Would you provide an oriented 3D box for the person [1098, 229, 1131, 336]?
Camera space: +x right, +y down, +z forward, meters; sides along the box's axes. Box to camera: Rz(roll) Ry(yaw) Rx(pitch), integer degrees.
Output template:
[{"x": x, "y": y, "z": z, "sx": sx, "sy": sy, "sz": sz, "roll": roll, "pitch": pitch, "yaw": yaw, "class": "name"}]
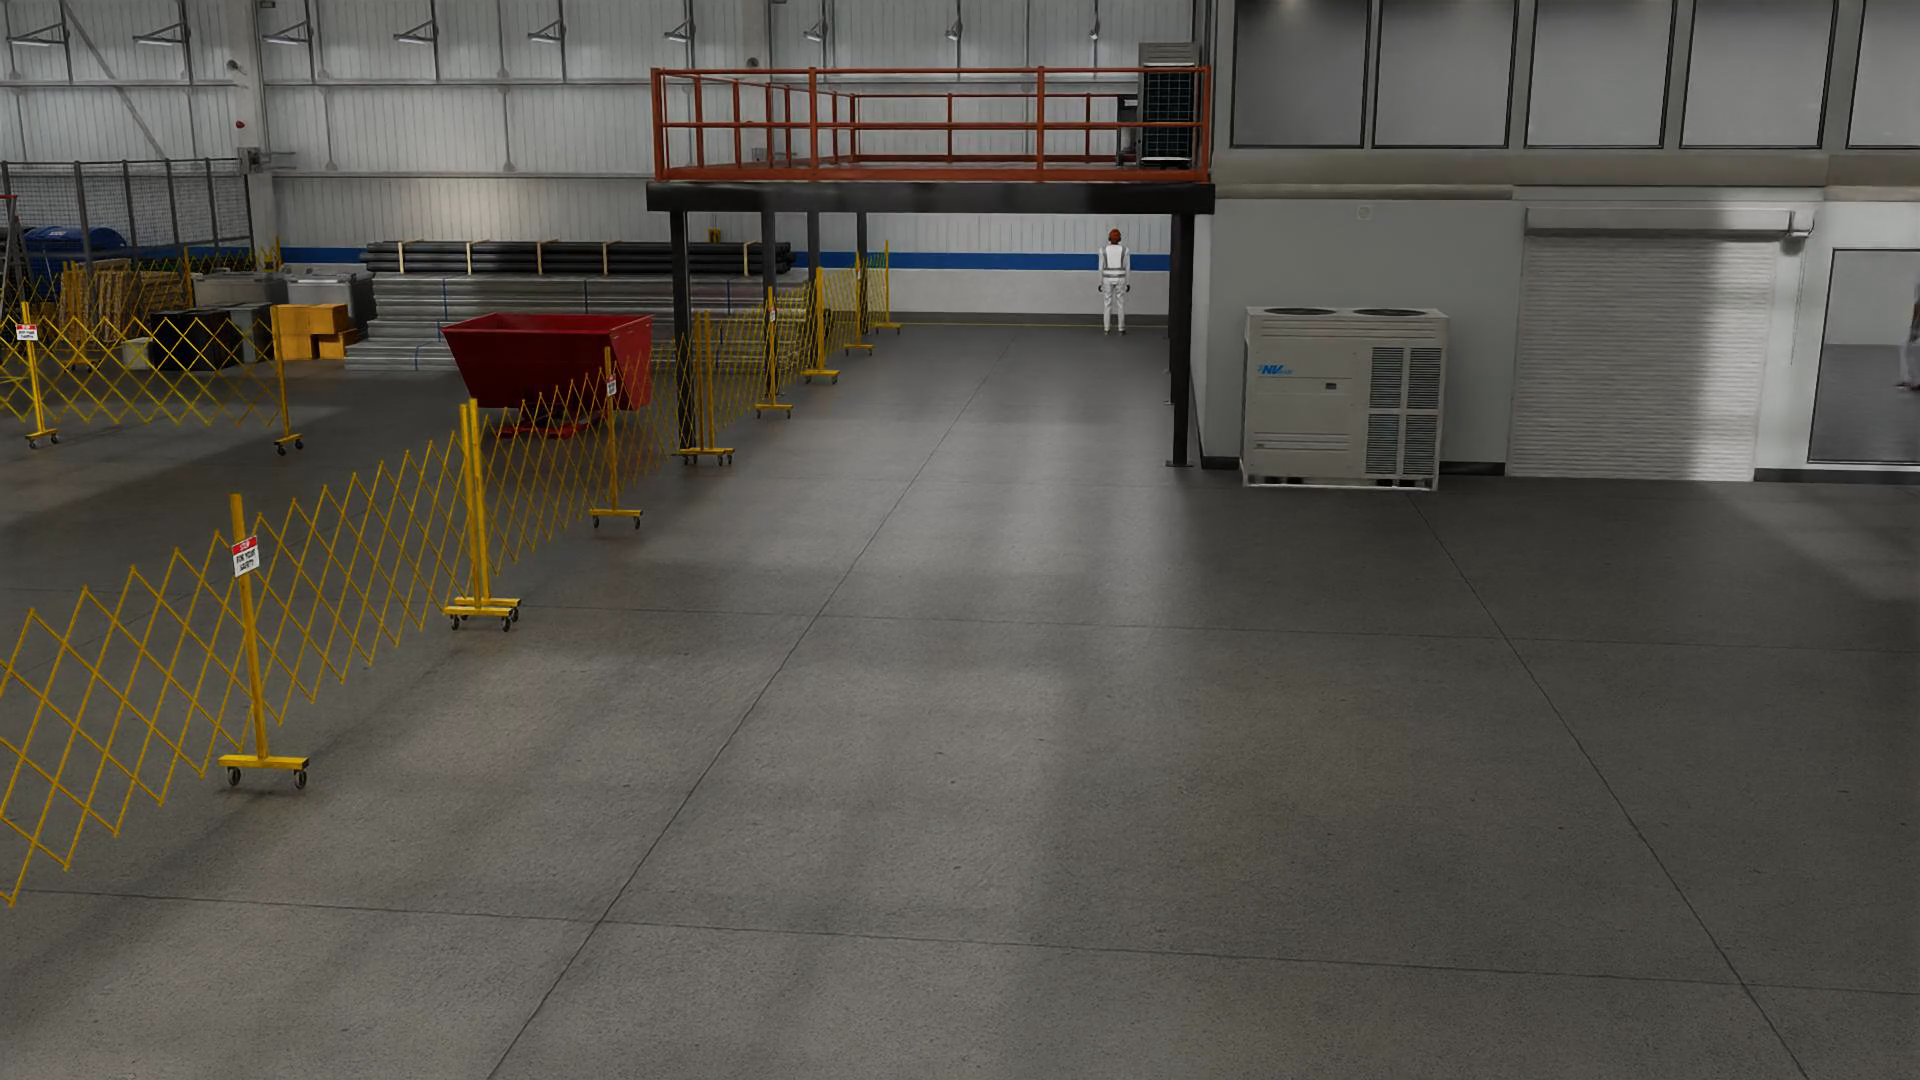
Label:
[{"x": 2.742, "y": -4.573, "z": 29.565, "sx": 0.574, "sy": 1.883, "sz": 0.355, "roll": 2, "pitch": 14, "yaw": 8, "class": "person"}]
